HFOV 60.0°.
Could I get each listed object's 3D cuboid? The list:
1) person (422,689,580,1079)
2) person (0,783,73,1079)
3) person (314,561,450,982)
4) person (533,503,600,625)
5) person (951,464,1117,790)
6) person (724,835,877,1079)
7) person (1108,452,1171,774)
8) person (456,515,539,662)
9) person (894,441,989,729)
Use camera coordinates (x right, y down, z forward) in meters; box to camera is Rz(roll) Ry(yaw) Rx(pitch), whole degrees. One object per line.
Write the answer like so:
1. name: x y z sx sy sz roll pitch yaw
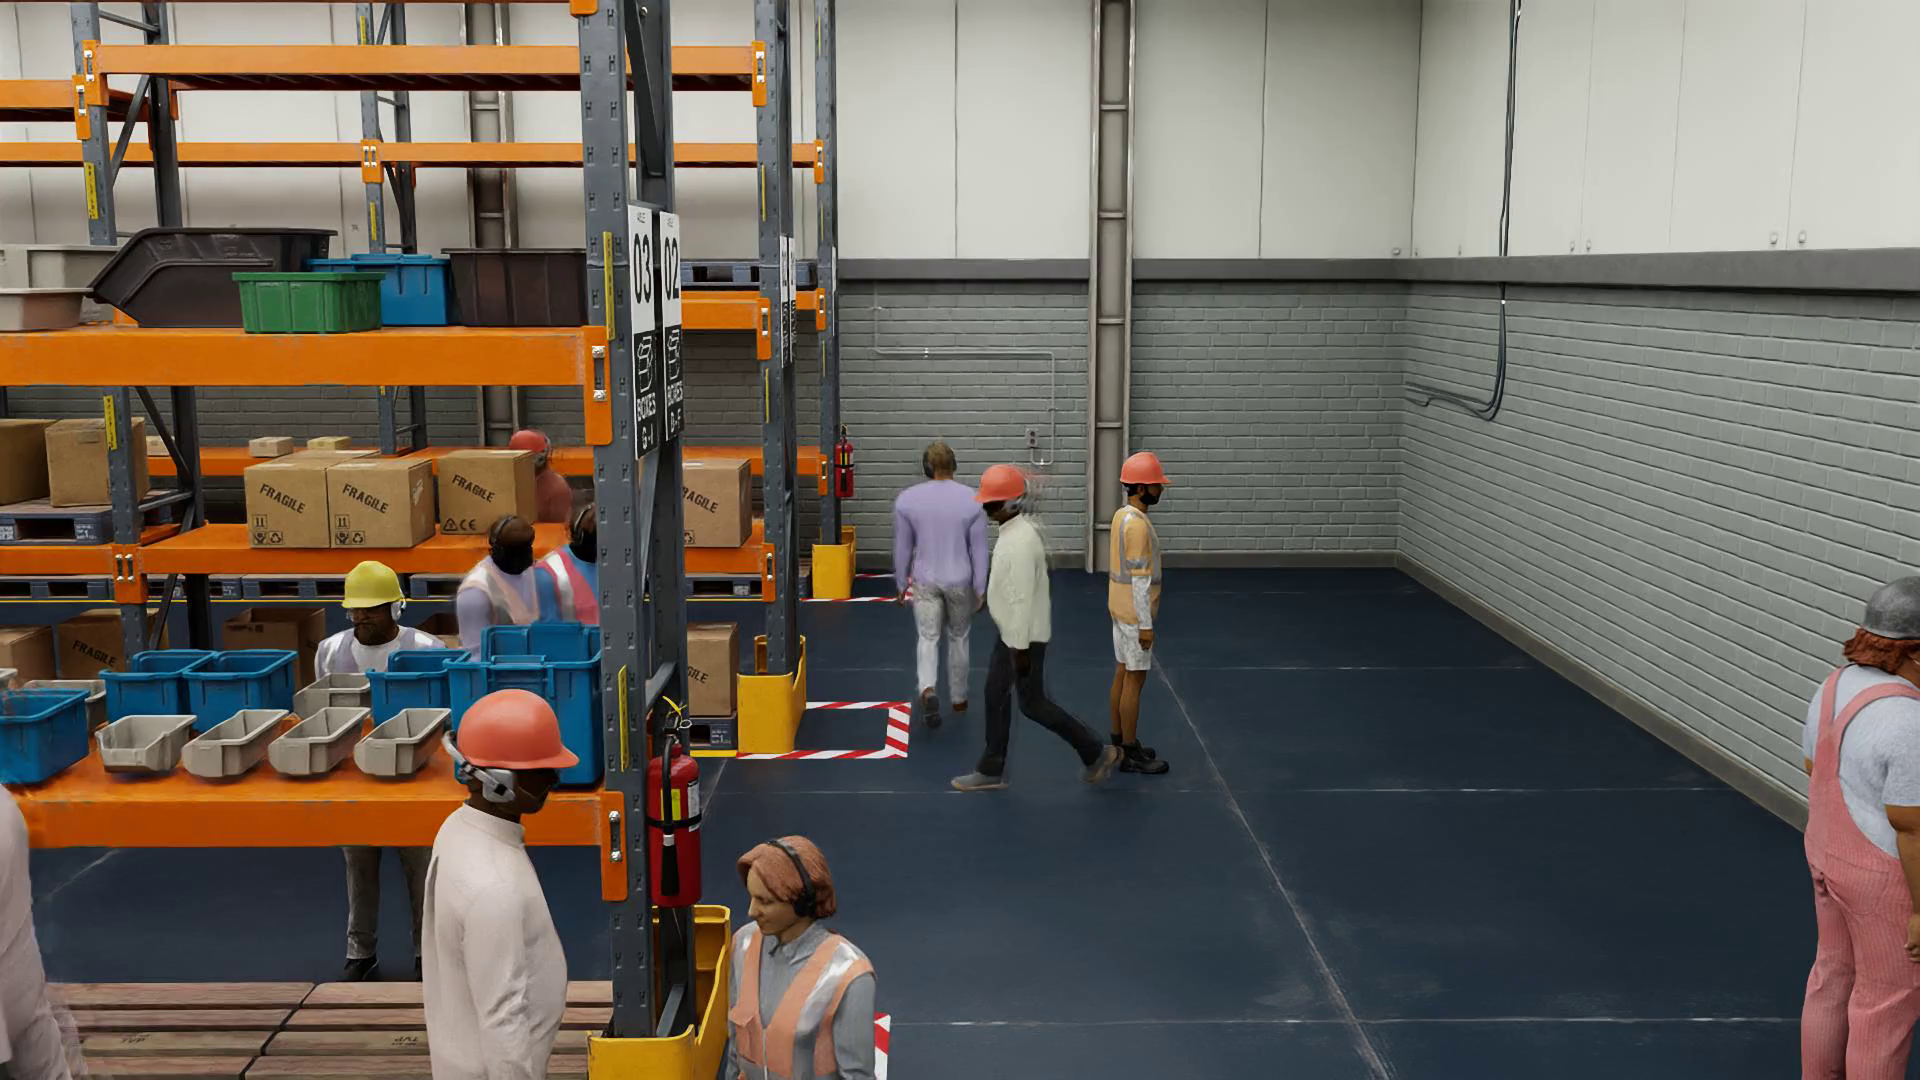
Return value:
1. person: -1.168 1.354 4.317 0.407 1.981 0.625 -4 10 -22
2. person: -2.816 1.339 4.788 0.973 1.870 0.661 -3 10 -17
3. person: -2.428 0.988 7.002 0.597 1.832 0.404 -1 9 -3
4. person: -1.982 0.701 8.855 0.631 1.812 0.559 -9 13 -42
5. person: 0.439 0.521 9.553 0.873 1.956 0.643 -1 9 -5
6. person: -0.401 1.538 4.257 0.525 1.631 0.315 8 12 41
7. person: 1.081 0.435 10.068 0.361 1.939 0.543 -1 9 -6
8. person: -2.382 0.744 8.652 0.582 1.792 0.656 4 10 22
9. person: -0.122 0.297 11.048 0.644 1.907 0.814 1 9 4
